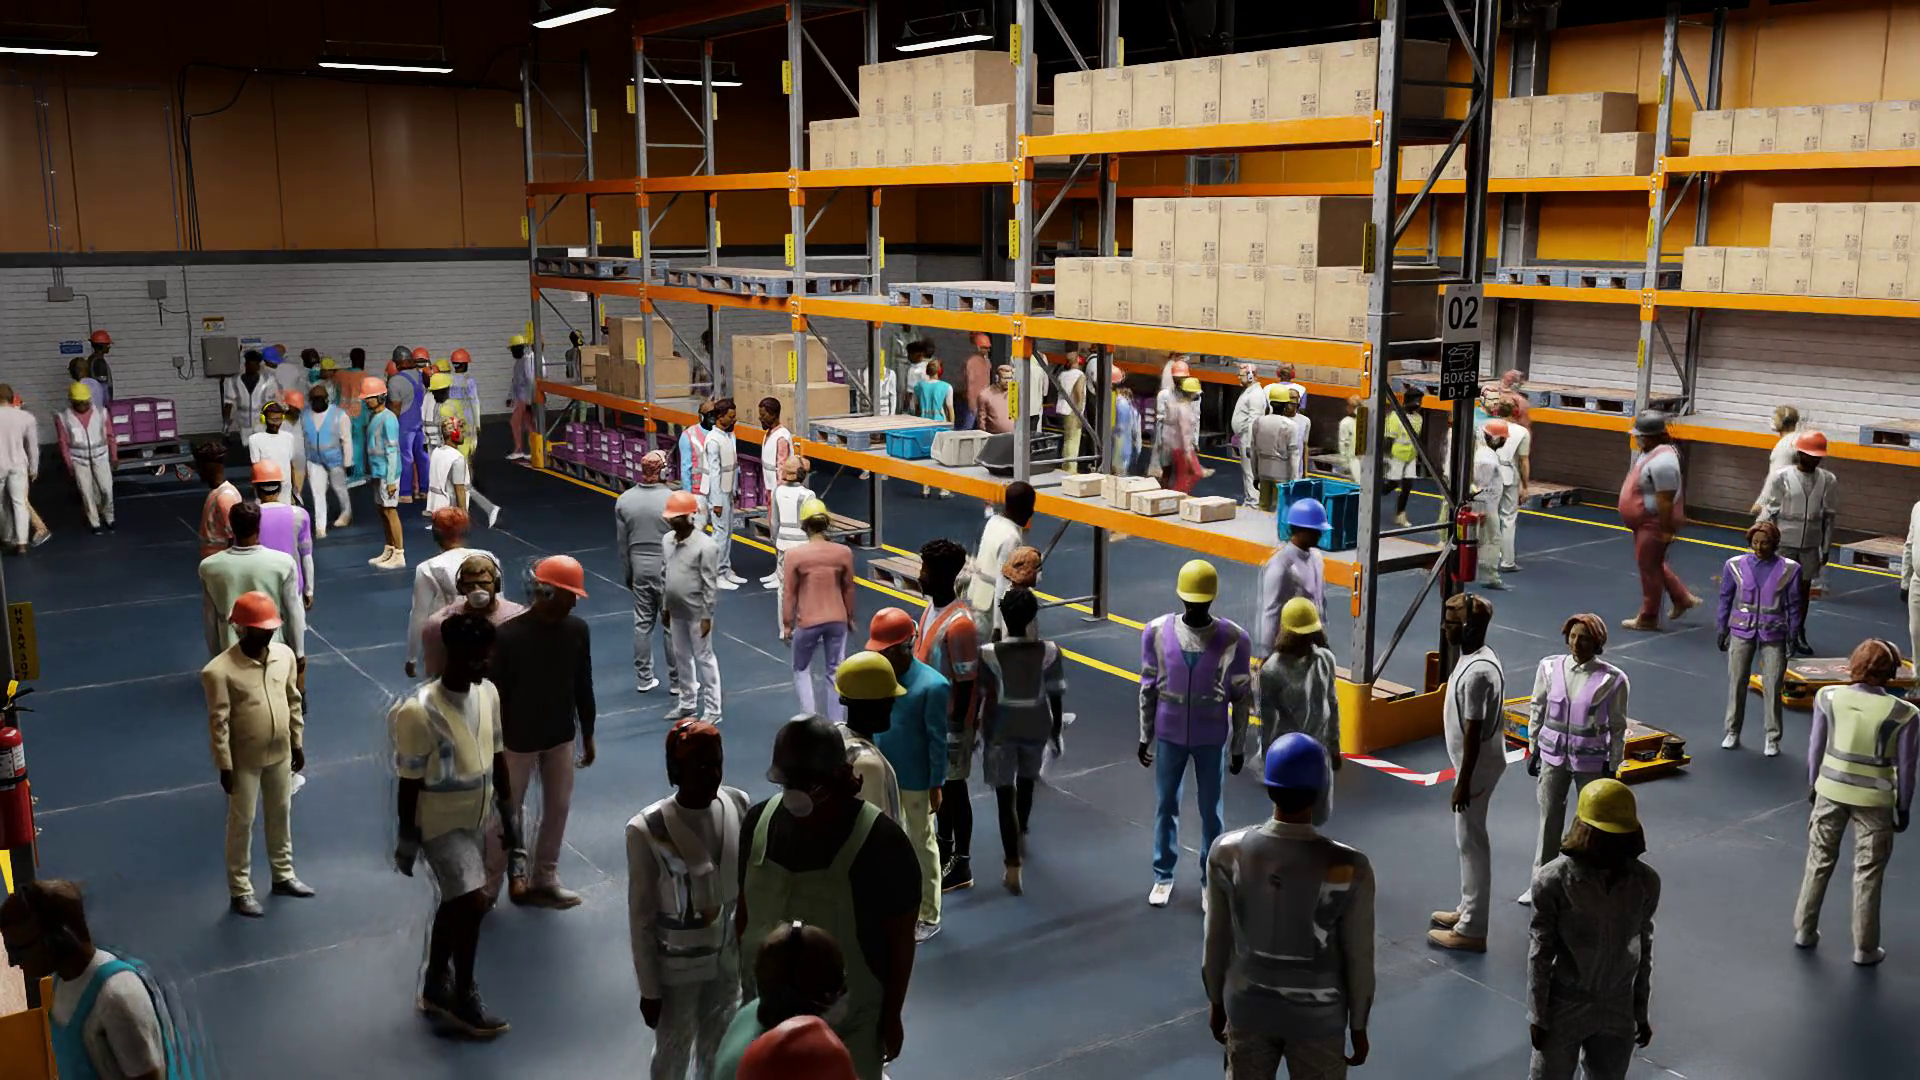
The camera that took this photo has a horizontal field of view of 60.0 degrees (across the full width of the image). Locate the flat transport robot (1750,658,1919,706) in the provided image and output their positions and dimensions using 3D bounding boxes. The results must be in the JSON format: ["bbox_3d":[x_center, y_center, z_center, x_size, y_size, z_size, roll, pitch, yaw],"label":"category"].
[{"bbox_3d":[6.911,1.087,12.830,1.431,0.197,0.652,-1,11,-3],"label":"flat transport robot"}]

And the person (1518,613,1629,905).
[{"bbox_3d":[3.260,1.181,8.825,0.514,1.645,0.309,10,15,41],"label":"person"}]

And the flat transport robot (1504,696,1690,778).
[{"bbox_3d":[4.280,1.327,11.605,0.652,0.197,1.431,-6,12,-26],"label":"flat transport robot"}]

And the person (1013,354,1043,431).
[{"bbox_3d":[0.895,-1.775,23.057,0.608,1.995,0.377,-11,15,-43],"label":"person"}]

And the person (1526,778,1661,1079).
[{"bbox_3d":[2.263,1.689,5.970,0.486,1.744,0.294,-2,11,-10],"label":"person"}]

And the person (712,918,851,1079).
[{"bbox_3d":[-0.563,1.910,4.400,0.561,1.920,0.642,-1,11,-5],"label":"person"}]

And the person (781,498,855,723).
[{"bbox_3d":[-0.983,0.580,11.676,0.557,1.726,0.510,-4,12,-20],"label":"person"}]

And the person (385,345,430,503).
[{"bbox_3d":[-7.194,-1.509,21.573,0.539,2.000,0.688,5,12,25],"label":"person"}]

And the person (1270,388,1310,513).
[{"bbox_3d":[3.570,-0.744,18.178,0.505,1.839,0.344,-1,11,-5],"label":"person"}]

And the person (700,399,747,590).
[{"bbox_3d":[-2.372,-0.454,16.532,0.403,1.908,0.597,1,11,5],"label":"person"}]

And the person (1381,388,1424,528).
[{"bbox_3d":[5.250,-0.999,19.900,0.568,1.668,0.551,-6,13,-28],"label":"person"}]

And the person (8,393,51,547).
[{"bbox_3d":[-10.564,-0.782,18.628,0.393,1.736,0.574,-11,15,-44],"label":"person"}]

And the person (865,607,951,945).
[{"bbox_3d":[-0.310,1.190,8.540,0.577,1.737,0.354,9,14,38],"label":"person"}]

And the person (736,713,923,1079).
[{"bbox_3d":[-0.506,1.580,5.766,0.684,2.000,0.535,5,12,24],"label":"person"}]

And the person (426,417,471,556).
[{"bbox_3d":[-4.769,-0.231,15.574,0.393,1.836,0.561,-9,14,-39],"label":"person"}]

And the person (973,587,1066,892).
[{"bbox_3d":[0.297,1.072,9.364,0.543,1.648,0.856,-2,11,-12],"label":"person"}]

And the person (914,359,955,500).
[{"bbox_3d":[-0.334,-1.435,21.710,0.566,1.841,0.389,5,12,23],"label":"person"}]

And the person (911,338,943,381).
[{"bbox_3d":[-0.448,-2.194,25.648,0.539,1.815,0.781,-8,13,-34],"label":"person"}]

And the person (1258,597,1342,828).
[{"bbox_3d":[1.797,1.124,8.918,0.501,1.715,0.669,-7,13,-31],"label":"person"}]

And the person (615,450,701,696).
[{"bbox_3d":[-2.323,0.255,12.891,0.636,1.910,0.406,4,12,20],"label":"person"}]

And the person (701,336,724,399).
[{"bbox_3d":[-3.972,-2.362,26.500,0.498,1.816,0.562,4,12,19],"label":"person"}]

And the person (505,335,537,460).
[{"bbox_3d":[-6.722,-2.156,25.266,0.732,1.890,0.594,-4,12,-20],"label":"person"}]

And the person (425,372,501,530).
[{"bbox_3d":[-5.887,-1.036,19.561,0.846,1.894,0.608,-2,11,-9],"label":"person"}]

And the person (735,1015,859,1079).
[{"bbox_3d":[-0.350,2.005,3.592,0.609,2.040,0.395,2,11,10],"label":"person"}]

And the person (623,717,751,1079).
[{"bbox_3d":[-0.969,1.577,6.189,0.356,1.883,0.572,9,14,39],"label":"person"}]

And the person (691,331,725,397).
[{"bbox_3d":[-4.111,-2.473,27.052,0.530,1.829,0.823,0,11,-1],"label":"person"}]

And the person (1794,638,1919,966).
[{"bbox_3d":[4.476,1.294,8.295,0.321,1.629,0.516,-10,15,-40],"label":"person"}]

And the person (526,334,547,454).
[{"bbox_3d":[-6.604,-2.287,25.961,0.349,1.882,0.577,1,11,4],"label":"person"}]

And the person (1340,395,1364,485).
[{"bbox_3d":[4.723,-0.948,19.826,0.543,1.596,0.468,-5,12,-24],"label":"person"}]

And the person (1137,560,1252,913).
[{"bbox_3d":[1.243,1.036,8.869,0.591,1.918,0.412,3,12,16],"label":"person"}]

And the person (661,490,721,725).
[{"bbox_3d":[-1.980,0.496,12.067,0.565,1.744,0.345,9,14,40],"label":"person"}]

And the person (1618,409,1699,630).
[{"bbox_3d":[6.238,-0.193,14.838,0.695,2.000,0.705,4,12,18],"label":"person"}]

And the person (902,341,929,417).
[{"bbox_3d":[-0.688,-1.900,23.935,0.855,1.904,0.633,6,12,28],"label":"person"}]

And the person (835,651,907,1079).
[{"bbox_3d":[-0.399,1.403,6.962,0.366,1.927,0.585,-5,12,-22],"label":"person"}]

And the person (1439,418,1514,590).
[{"bbox_3d":[5.153,-0.359,16.512,0.673,1.721,0.565,2,11,8],"label":"person"}]

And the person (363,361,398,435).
[{"bbox_3d":[-7.824,-1.596,22.828,0.660,1.727,0.523,0,11,1],"label":"person"}]

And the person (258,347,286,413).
[{"bbox_3d":[-9.609,-1.761,23.282,0.441,1.892,0.723,-7,13,-33],"label":"person"}]

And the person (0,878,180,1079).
[{"bbox_3d":[-2.541,1.862,4.941,0.635,1.809,0.568,-9,14,-39],"label":"person"}]

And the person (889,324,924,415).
[{"bbox_3d":[-0.939,-3.131,30.164,0.625,1.923,0.591,-6,12,-27],"label":"person"}]

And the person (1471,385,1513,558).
[{"bbox_3d":[5.684,-0.731,17.969,0.644,1.900,0.399,-3,12,-16],"label":"person"}]

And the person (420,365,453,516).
[{"bbox_3d":[-6.420,-1.209,20.437,0.572,1.886,0.354,10,15,41],"label":"person"}]

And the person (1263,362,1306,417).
[{"bbox_3d":[4.159,-1.376,21.399,0.566,1.844,0.385,3,12,17],"label":"person"}]

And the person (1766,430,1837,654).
[{"bbox_3d":[7.098,0.020,14.062,0.548,1.926,0.387,1,11,7],"label":"person"}]

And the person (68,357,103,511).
[{"bbox_3d":[-10.978,-1.336,20.950,0.354,1.937,0.635,0,11,-2],"label":"person"}]

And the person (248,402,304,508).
[{"bbox_3d":[-6.828,-0.456,16.642,0.328,1.865,0.521,7,13,33],"label":"person"}]

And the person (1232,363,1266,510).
[{"bbox_3d":[3.544,-1.227,20.502,0.399,1.900,0.644,0,11,2],"label":"person"}]
